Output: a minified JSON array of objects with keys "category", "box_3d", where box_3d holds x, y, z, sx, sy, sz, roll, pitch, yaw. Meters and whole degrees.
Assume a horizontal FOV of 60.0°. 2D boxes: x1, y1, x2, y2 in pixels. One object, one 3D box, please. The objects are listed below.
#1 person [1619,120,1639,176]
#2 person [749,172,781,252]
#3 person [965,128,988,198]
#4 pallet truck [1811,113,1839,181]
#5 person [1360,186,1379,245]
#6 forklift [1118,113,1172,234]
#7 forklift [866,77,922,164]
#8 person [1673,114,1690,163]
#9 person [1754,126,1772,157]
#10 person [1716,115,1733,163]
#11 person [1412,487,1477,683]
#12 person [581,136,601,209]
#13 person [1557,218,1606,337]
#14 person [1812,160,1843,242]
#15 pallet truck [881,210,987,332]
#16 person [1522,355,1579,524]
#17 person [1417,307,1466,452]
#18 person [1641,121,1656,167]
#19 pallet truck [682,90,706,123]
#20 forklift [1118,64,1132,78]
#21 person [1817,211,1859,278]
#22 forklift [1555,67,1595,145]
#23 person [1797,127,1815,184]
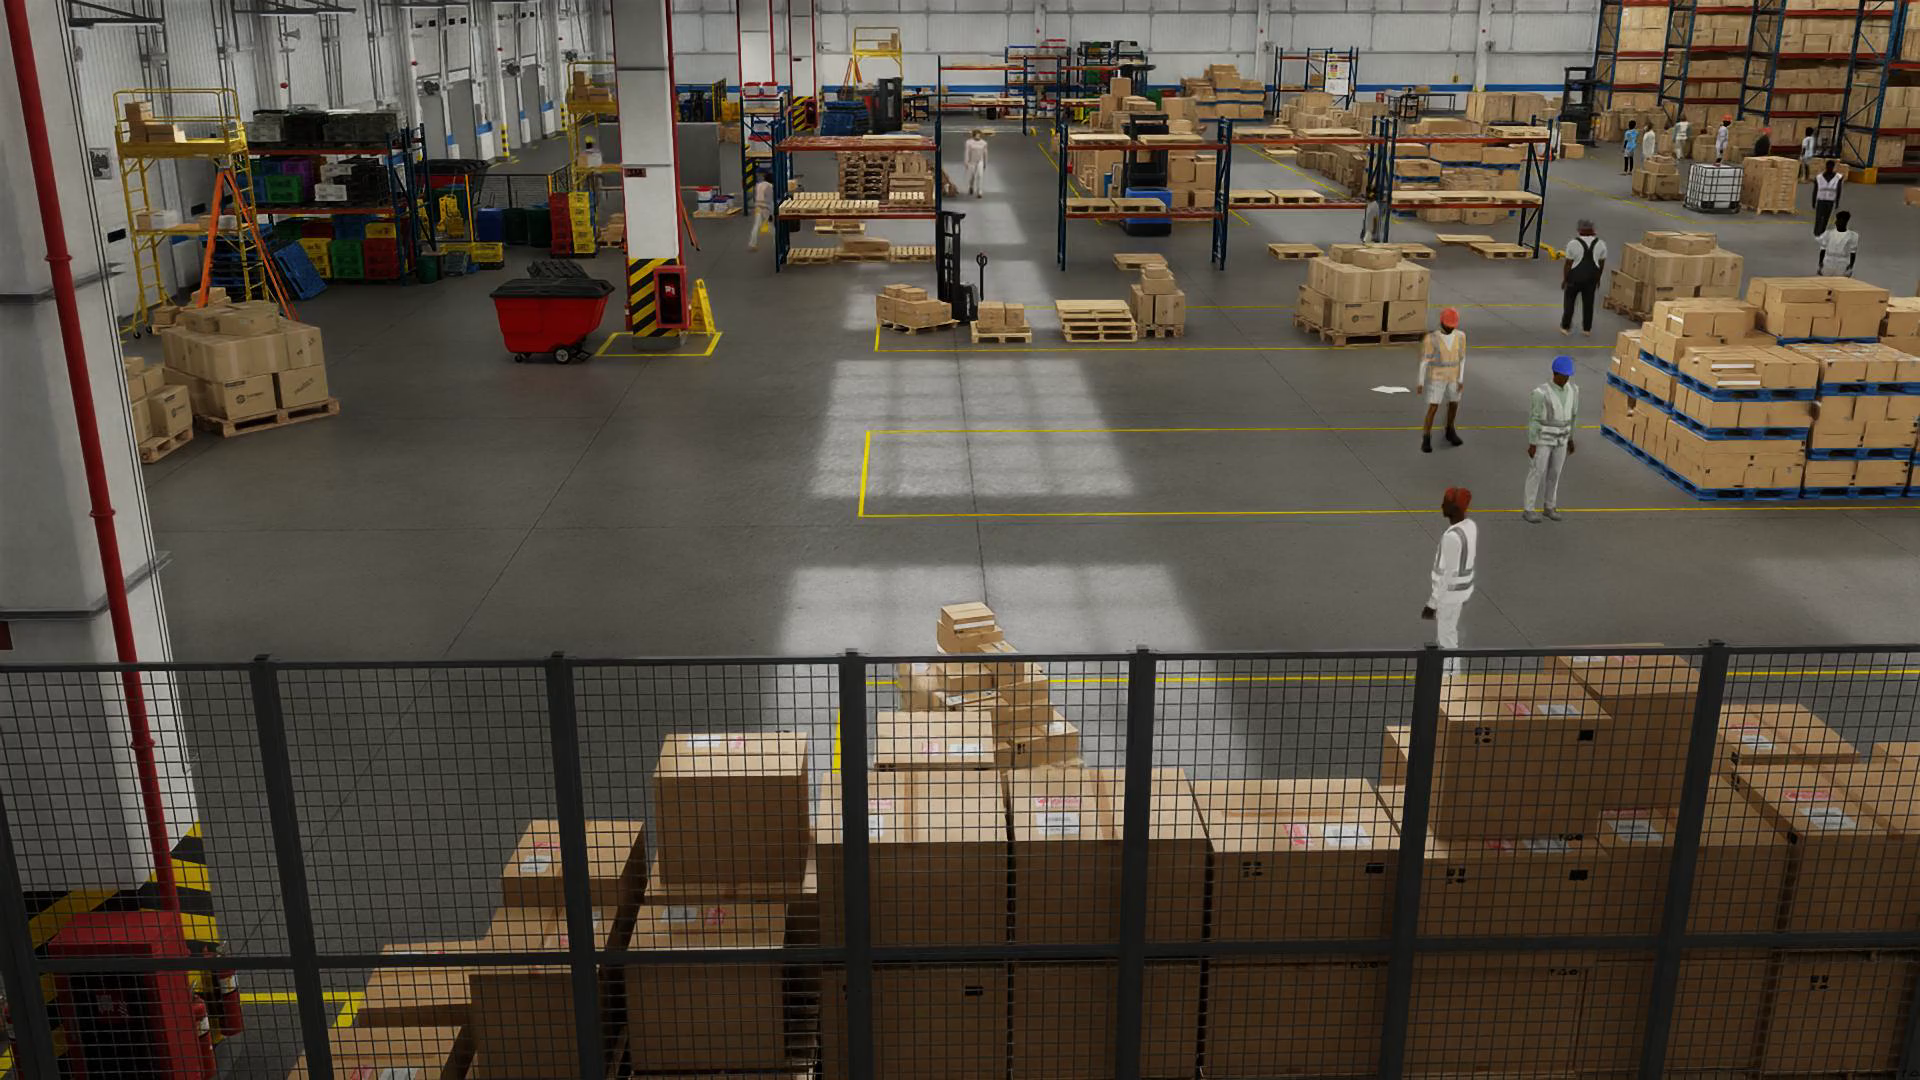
[{"category":"person","box_3d":[21.009,-12.303,52.195,0.537,1.696,0.317,-11,21,-29]},{"category":"person","box_3d":[-4.375,-7.398,37.525,1.004,1.781,0.679,-18,25,-42]},{"category":"person","box_3d":[0.459,-10.645,46.935,0.636,1.921,0.715,-2,19,-6]},{"category":"pallet truck","box_3d":[26.403,-11.957,50.702,0.823,1.965,1.885,6,19,16]},{"category":"person","box_3d":[8.403,-6.357,34.318,0.521,1.849,0.553,0,19,-1]},{"category":"forklift","box_3d":[4.524,-8.905,40.289,1.129,2.768,1.873,-1,19,-1]},{"category":"forklift","box_3d":[-2.259,-13.811,54.842,1.873,2.768,1.129,13,22,33]},{"category":"person","box_3d":[24.101,-13.400,55.562,0.525,1.629,0.463,-1,19,-4]},{"category":"person","box_3d":[22.699,-10.755,47.218,0.634,1.947,1.039,-11,21,-29]},{"category":"person","box_3d":[23.532,-12.125,51.318,0.388,1.930,0.541,9,21,26]},{"category":"person","box_3d":[4.114,0.463,14.092,0.550,1.881,0.592,11,22,29]},{"category":"person","box_3d":[-9.945,-9.887,44.717,0.598,1.898,0.807,-13,23,-34]},{"category":"person","box_3d":[10.718,-4.555,28.676,0.755,2.000,0.768,0,19,1]},{"category":"person","box_3d":[20.378,-7.998,39.159,0.586,1.878,1.001,8,20,23]},{"category":"pallet truck","box_3d":[-0.493,-4.759,29.349,1.885,1.965,0.823,-13,23,-34]},{"category":"person","box_3d":[6.647,-1.130,18.687,0.601,1.939,0.426,-7,20,-19]},{"category":"person","box_3d":[6.309,-2.105,21.619,0.771,1.908,0.586,-3,19,-8]},{"category":"person","box_3d":[20.284,-11.387,49.104,0.356,1.936,0.635,3,19,8]},{"category":"pallet truck","box_3d":[-9.671,-15.907,62.421,0.823,1.965,1.885,5,19,15]},{"category":"forklift","box_3d":[6.251,-16.612,63.152,1.873,2.768,1.129,5,19,15]},{"category":"person","box_3d":[15.772,-4.943,29.947,0.609,1.963,0.369,16,24,39]},{"category":"forklift","box_3d":[22.662,-16.002,61.344,1.129,2.768,1.873,-1,19,-1]},{"category":"person","box_3d":[25.351,-11.557,49.990,0.543,1.679,0.572,-13,22,-33]}]
